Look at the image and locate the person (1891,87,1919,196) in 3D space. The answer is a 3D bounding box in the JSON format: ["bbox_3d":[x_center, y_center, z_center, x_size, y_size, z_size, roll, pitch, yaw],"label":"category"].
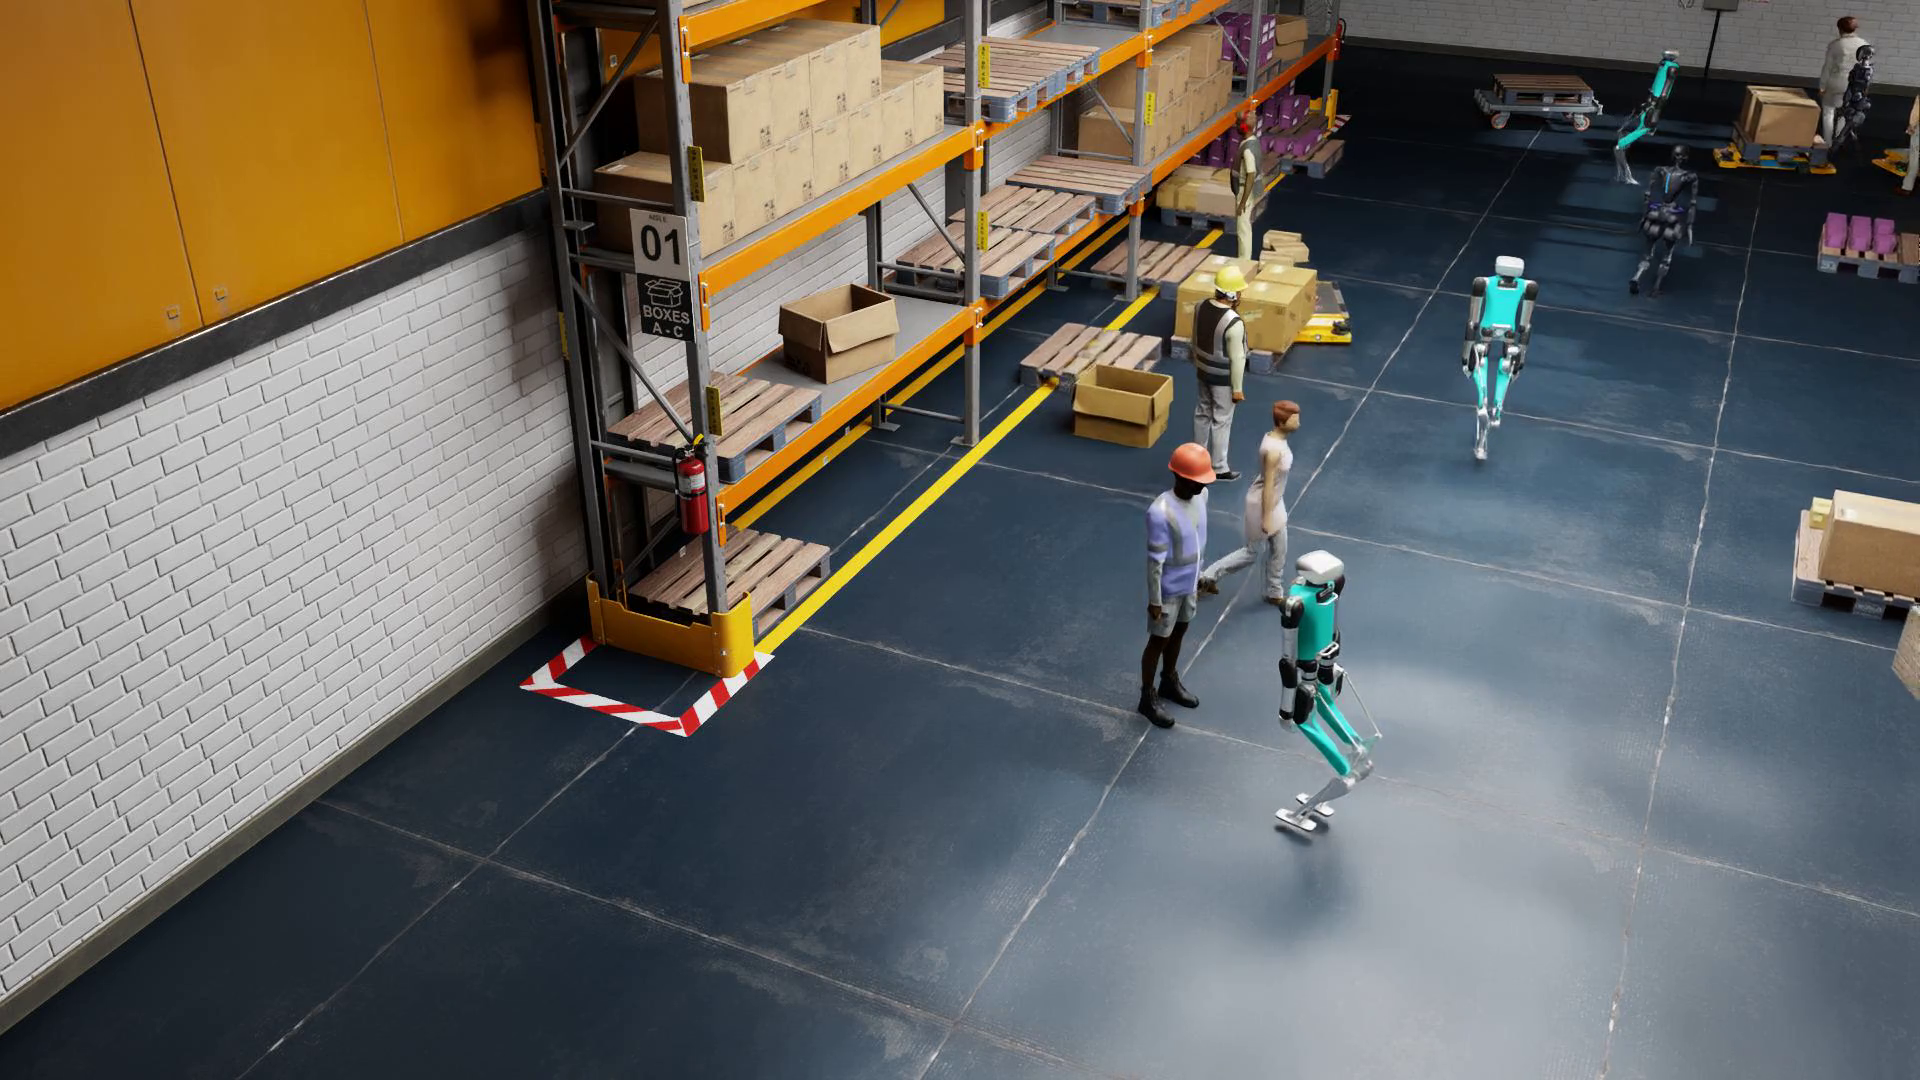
[{"bbox_3d":[12.112,-5.253,20.797,0.555,1.868,0.394,-10,30,-18],"label":"person"}]

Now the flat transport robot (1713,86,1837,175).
[{"bbox_3d":[10.852,-5.089,22.164,1.431,0.231,0.659,7,29,13],"label":"flat transport robot"}]

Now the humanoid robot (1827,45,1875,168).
[{"bbox_3d":[11.709,-5.662,21.791,0.785,1.621,0.609,3,28,5],"label":"humanoid robot"}]

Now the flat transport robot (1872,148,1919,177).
[{"bbox_3d":[12.923,-4.985,21.972,1.431,0.231,0.659,-3,28,-5],"label":"flat transport robot"}]

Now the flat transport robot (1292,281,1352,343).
[{"bbox_3d":[3.612,-2.374,17.129,0.659,0.231,1.431,2,28,4],"label":"flat transport robot"}]

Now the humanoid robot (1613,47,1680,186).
[{"bbox_3d":[8.589,-5.304,21.133,0.758,1.889,0.548,5,29,9],"label":"humanoid robot"}]

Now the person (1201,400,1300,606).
[{"bbox_3d":[2.085,-0.255,11.752,0.691,1.630,0.451,12,30,21],"label":"person"}]

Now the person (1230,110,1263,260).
[{"bbox_3d":[3.085,-3.721,17.970,0.373,1.840,0.568,4,29,8],"label":"person"}]

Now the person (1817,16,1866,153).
[{"bbox_3d":[11.925,-6.138,22.493,0.586,1.814,0.457,2,28,4],"label":"person"}]

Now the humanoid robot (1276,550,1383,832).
[{"bbox_3d":[2.125,0.911,9.390,0.694,1.703,0.530,23,36,36],"label":"humanoid robot"}]

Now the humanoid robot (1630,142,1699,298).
[{"bbox_3d":[7.369,-3.326,17.414,0.480,1.638,0.609,-24,37,-37],"label":"humanoid robot"}]

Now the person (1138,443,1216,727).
[{"bbox_3d":[1.386,0.268,10.479,0.376,1.932,0.550,23,36,36],"label":"person"}]

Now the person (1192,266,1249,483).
[{"bbox_3d":[2.135,-1.362,13.606,0.404,1.830,0.601,-14,31,-24],"label":"person"}]

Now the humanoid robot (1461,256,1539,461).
[{"bbox_3d":[4.467,-1.441,13.845,0.540,1.741,0.965,4,29,7],"label":"humanoid robot"}]
